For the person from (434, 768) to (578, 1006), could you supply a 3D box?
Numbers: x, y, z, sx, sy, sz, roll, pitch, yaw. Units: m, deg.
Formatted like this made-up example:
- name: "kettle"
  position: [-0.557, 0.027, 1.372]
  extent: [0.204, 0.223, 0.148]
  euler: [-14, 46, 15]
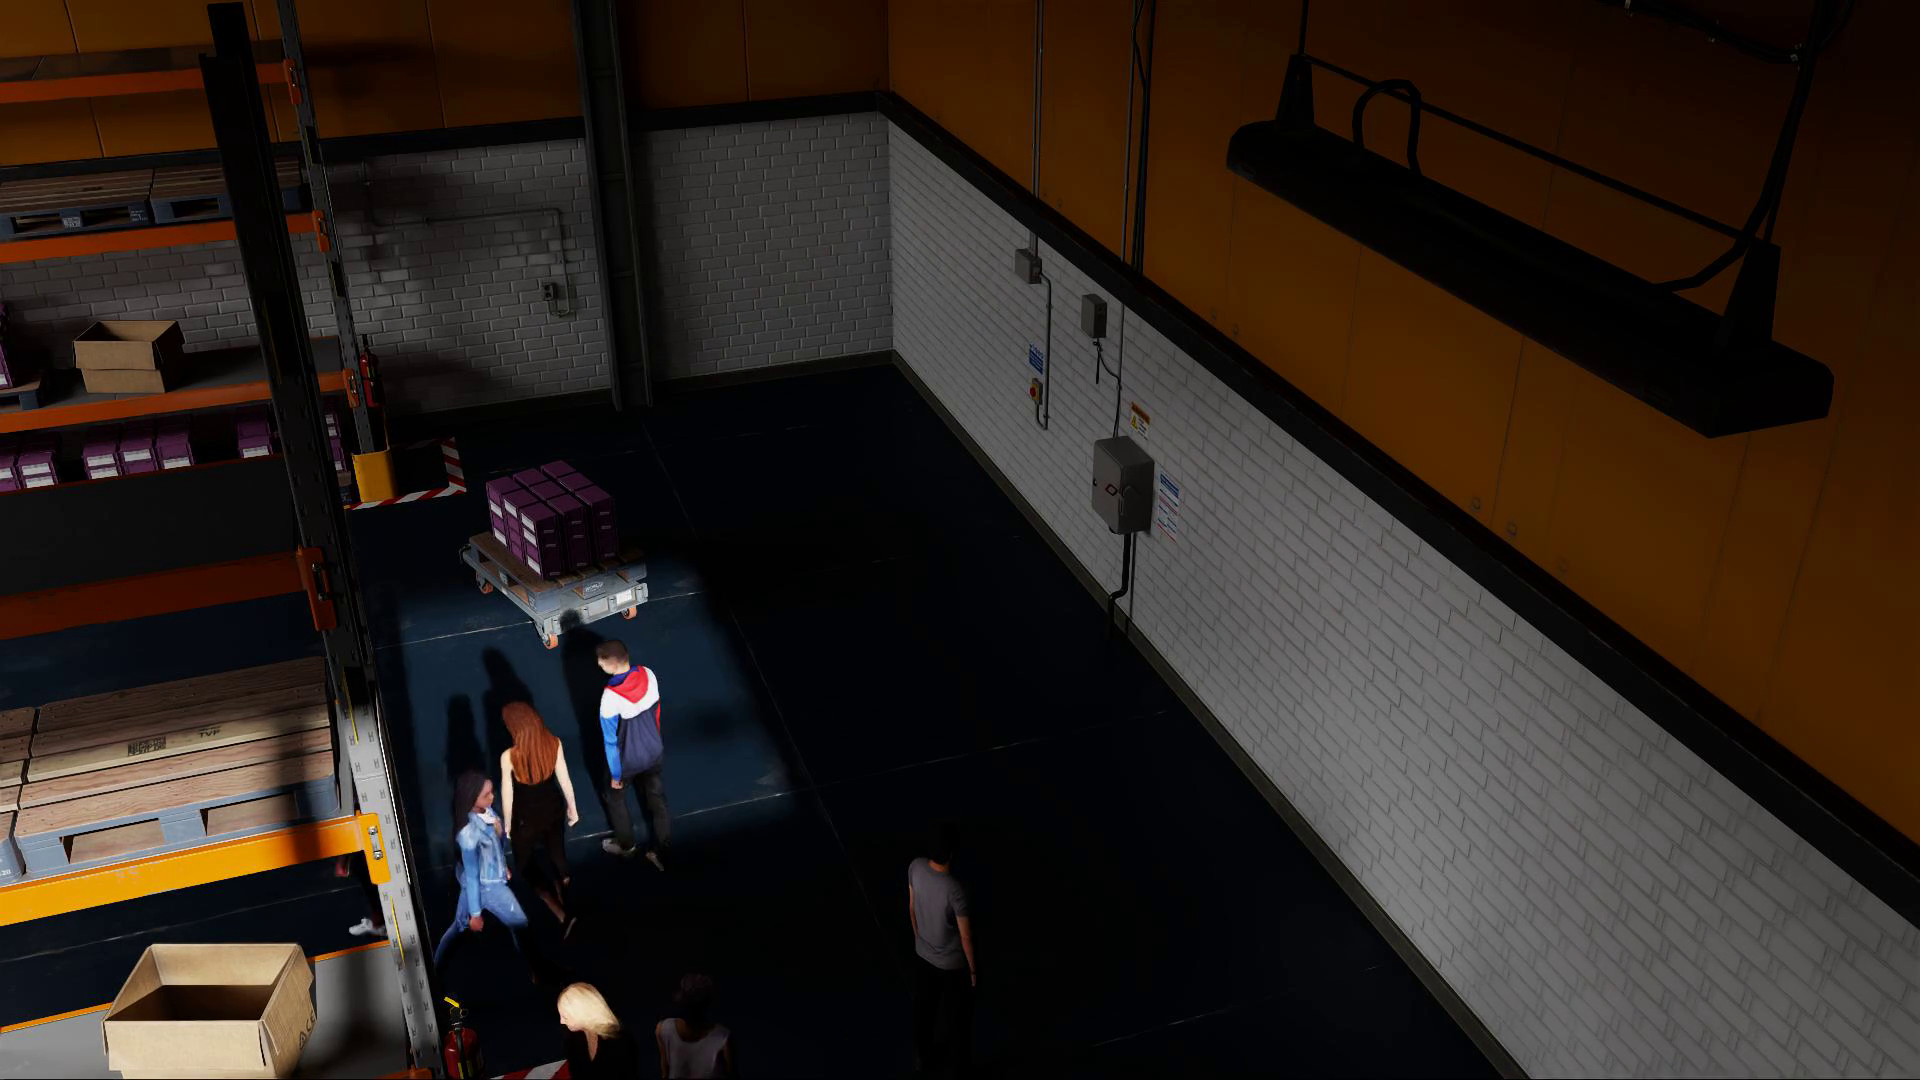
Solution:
- name: "person"
  position: [-2.858, 2.047, 9.642]
  extent: [1.171, 1.666, 0.694]
  euler: [-8, 30, -14]

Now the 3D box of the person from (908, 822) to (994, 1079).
- name: "person"
  position: [-0.085, 2.271, 9.137]
  extent: [0.698, 1.755, 0.703]
  euler: [23, 36, 36]

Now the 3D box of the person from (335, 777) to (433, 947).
- name: "person"
  position: [-3.425, 1.815, 10.015]
  extent: [0.848, 1.716, 0.737]
  euler: [-2, 29, -3]

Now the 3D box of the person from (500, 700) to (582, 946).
- name: "person"
  position: [-2.549, 1.749, 10.147]
  extent: [0.937, 1.705, 0.849]
  euler: [-19, 34, -31]

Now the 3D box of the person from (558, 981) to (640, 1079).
- name: "person"
  position: [-1.636, 2.788, 8.126]
  extent: [0.773, 1.818, 0.849]
  euler: [7, 29, 12]

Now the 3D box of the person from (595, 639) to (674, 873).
- name: "person"
  position: [-2.025, 1.422, 10.718]
  extent: [0.911, 1.732, 0.869]
  euler: [23, 36, 35]

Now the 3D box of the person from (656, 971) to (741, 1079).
- name: "person"
  position: [-1.319, 2.840, 8.247]
  extent: [0.719, 1.610, 0.780]
  euler: [6, 29, 10]
